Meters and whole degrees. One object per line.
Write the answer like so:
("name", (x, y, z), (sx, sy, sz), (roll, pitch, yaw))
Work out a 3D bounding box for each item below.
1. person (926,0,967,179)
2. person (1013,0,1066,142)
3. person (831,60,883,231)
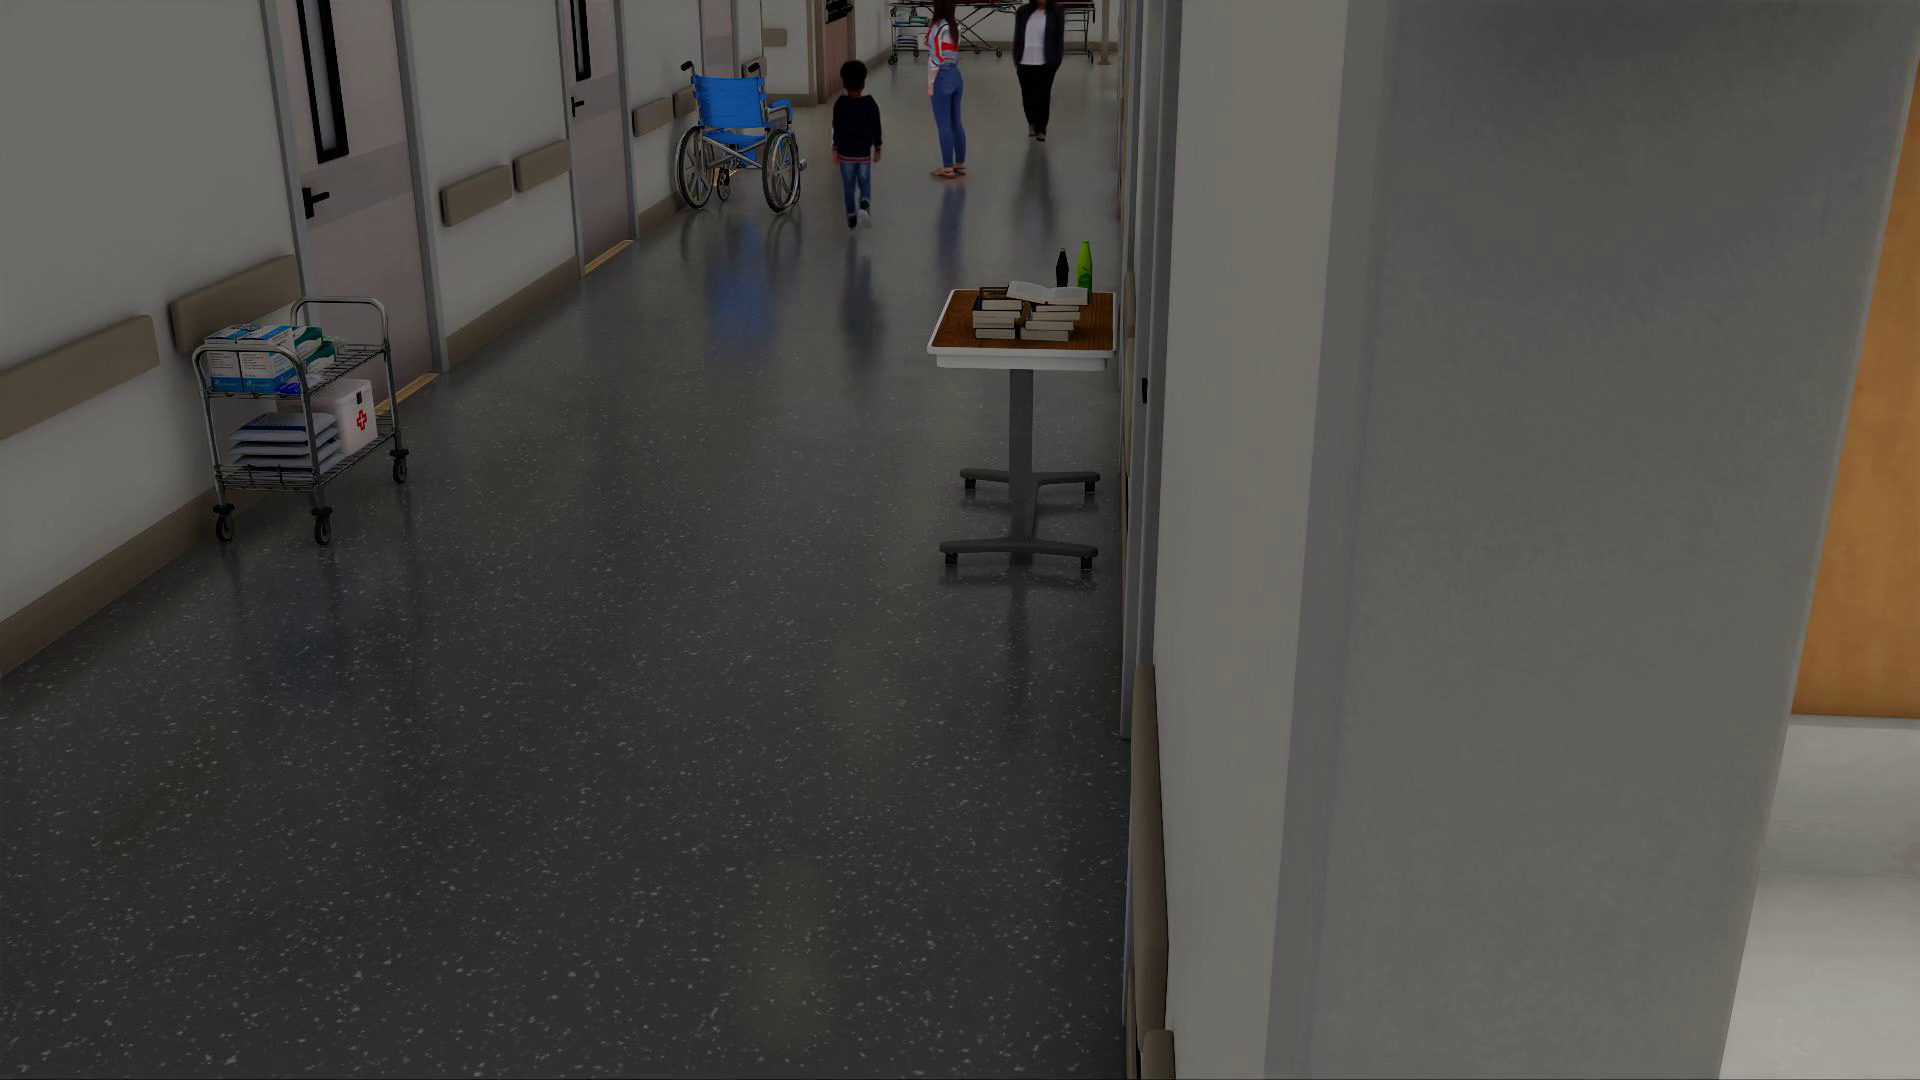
("person", (-0.111, -4.032, 14.658), (0.726, 1.609, 0.601), (11, 23, 27))
("person", (0.785, -4.868, 16.918), (0.729, 1.572, 1.052), (4, 21, 10))
("person", (-0.766, -2.851, 12.095), (0.585, 1.215, 0.682), (-2, 21, -6))
